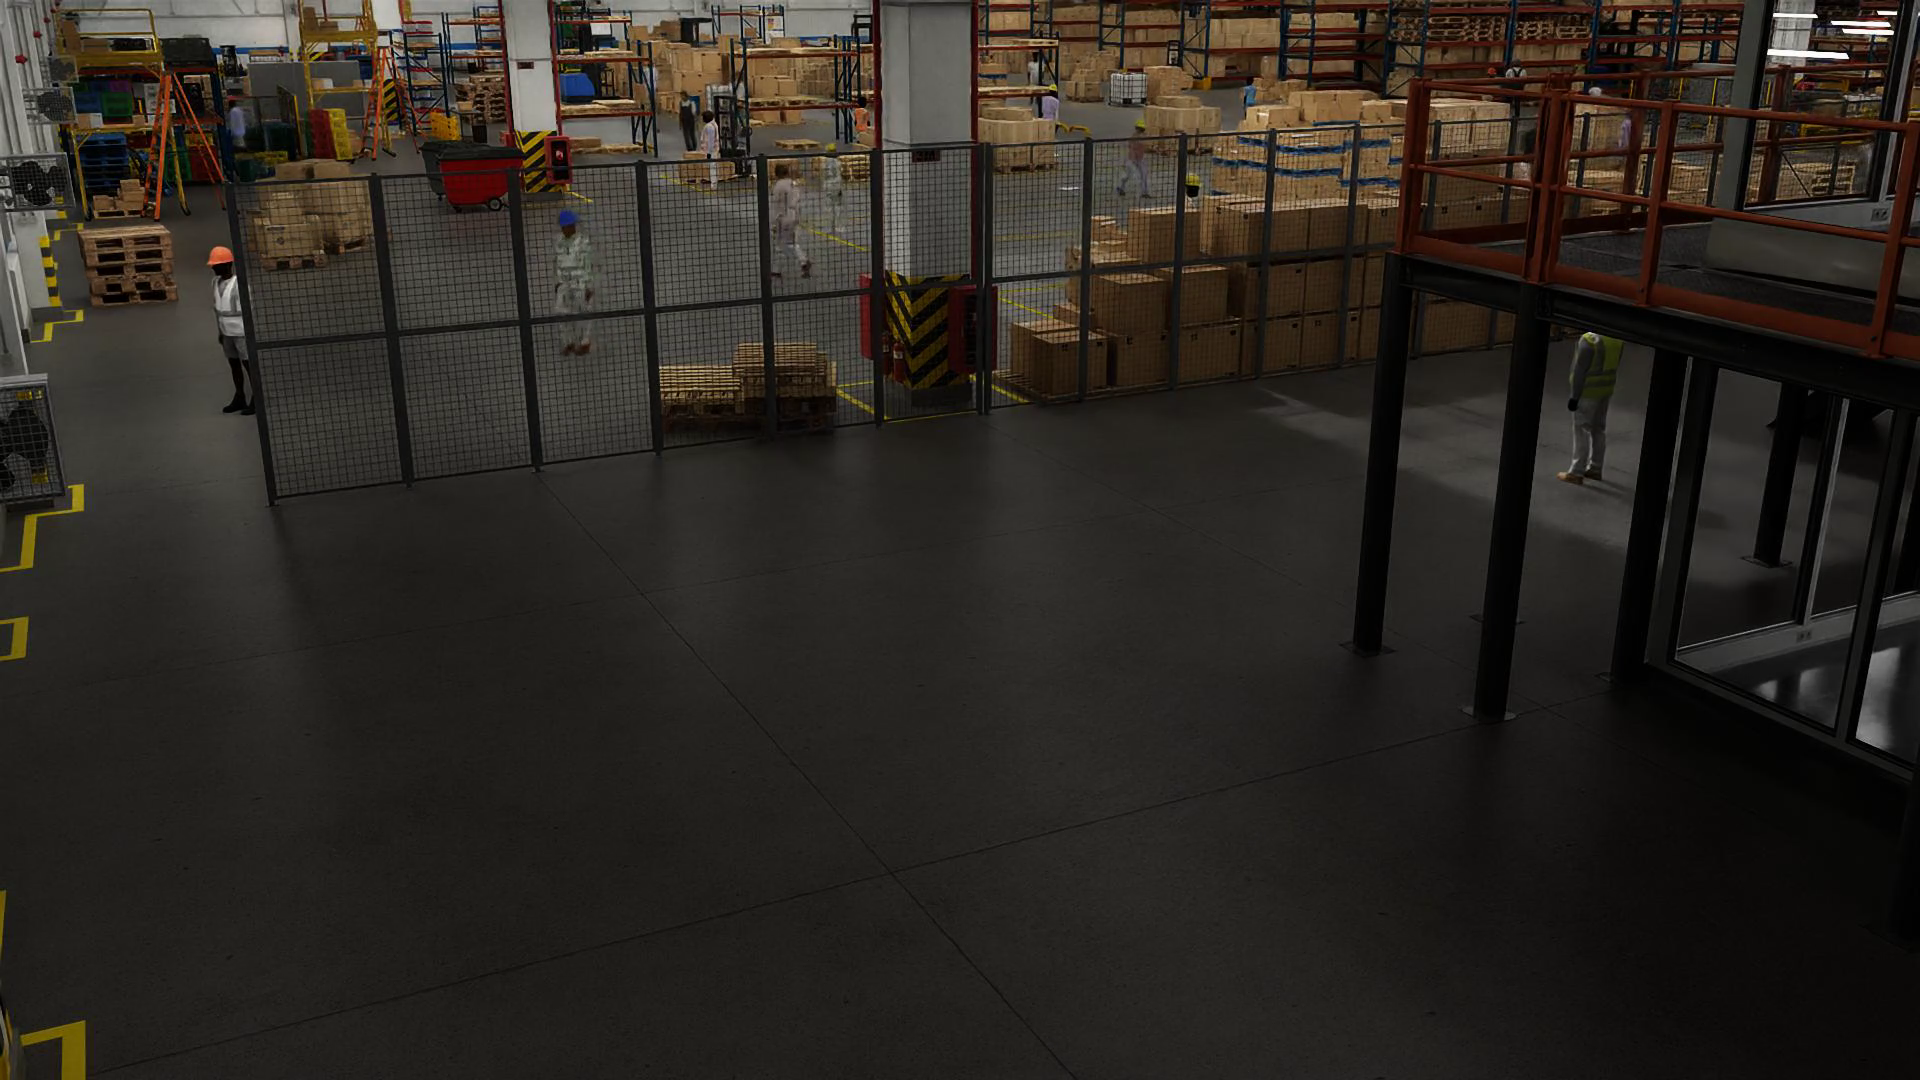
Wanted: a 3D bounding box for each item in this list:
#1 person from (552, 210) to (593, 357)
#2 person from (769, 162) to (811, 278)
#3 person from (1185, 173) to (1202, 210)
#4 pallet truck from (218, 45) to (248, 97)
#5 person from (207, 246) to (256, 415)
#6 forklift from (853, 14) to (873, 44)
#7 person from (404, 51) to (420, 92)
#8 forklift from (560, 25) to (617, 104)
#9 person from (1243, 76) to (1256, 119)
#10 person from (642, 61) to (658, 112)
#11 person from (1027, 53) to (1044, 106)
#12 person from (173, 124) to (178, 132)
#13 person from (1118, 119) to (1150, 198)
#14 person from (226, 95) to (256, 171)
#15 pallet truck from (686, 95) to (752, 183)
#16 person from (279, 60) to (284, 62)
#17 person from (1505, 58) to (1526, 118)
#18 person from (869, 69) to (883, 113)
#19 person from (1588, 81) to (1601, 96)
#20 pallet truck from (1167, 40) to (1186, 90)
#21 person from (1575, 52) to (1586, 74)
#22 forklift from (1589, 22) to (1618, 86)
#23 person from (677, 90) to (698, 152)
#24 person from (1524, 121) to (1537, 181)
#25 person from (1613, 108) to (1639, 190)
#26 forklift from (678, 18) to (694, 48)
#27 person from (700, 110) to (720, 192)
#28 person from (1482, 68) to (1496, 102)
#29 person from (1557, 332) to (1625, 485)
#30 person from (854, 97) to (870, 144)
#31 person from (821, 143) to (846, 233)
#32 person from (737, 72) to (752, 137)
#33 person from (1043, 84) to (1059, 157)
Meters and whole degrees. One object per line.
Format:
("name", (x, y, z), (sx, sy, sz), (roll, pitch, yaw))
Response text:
("person", (-5.107, -3.340, 21.783), (0.644, 1.927, 0.611), (7, 20, 19))
("person", (-2.842, -5.226, 27.283), (0.808, 1.915, 0.643), (15, 24, 36))
("person", (3.518, -4.691, 25.707), (0.386, 1.928, 0.589), (5, 20, 15))
("pallet truck", (-28.879, -18.665, 66.111), (0.823, 1.965, 1.885), (-3, 19, -9))
("person", (-8.301, -2.387, 19.013), (0.547, 1.938, 0.377), (10, 21, 26))
("forklift", (-4.455, -22.896, 77.040), (1.129, 2.768, 1.873), (-3, 19, -10))
("person", (-22.511, -19.338, 68.230), (0.575, 1.885, 0.355), (13, 23, 34))
("forklift", (-14.054, -17.892, 62.535), (1.873, 2.768, 1.129), (-9, 21, -25))
("person", (9.030, -13.605, 51.907), (0.321, 1.689, 0.531), (18, 26, 41))
("person", (-10.840, -15.915, 58.293), (0.543, 1.904, 0.917), (-9, 21, -25))
("person", (2.788, -17.074, 61.623), (0.626, 1.913, 0.999), (3, 19, 10))
("person", (-24.498, -13.461, 51.580), (0.515, 1.634, 0.313), (13, 23, 33))
("person", (3.909, -8.527, 37.125), (0.523, 1.732, 0.839), (-15, 24, -37))
("person", (-18.131, -10.241, 41.879), (0.914, 1.885, 0.565), (-1, 19, -3))
("pallet truck", (-5.836, -9.608, 39.856), (0.823, 1.965, 1.885), (10, 22, 27))
("person", (-22.848, -15.226, 56.240), (0.627, 1.934, 0.371), (-8, 21, -22))
("person", (18.591, -15.140, 55.825), (0.688, 2.000, 0.536), (1, 19, 3))
("person", (-2.803, -15.588, 57.378), (0.613, 1.885, 0.686), (10, 22, 28))
("person", (18.593, -12.687, 48.996), (0.533, 1.850, 0.383), (-8, 21, -22))
("pallet truck", (9.045, -19.971, 69.895), (0.823, 1.965, 1.885), (-3, 19, -8))
("person", (24.692, -18.511, 66.116), (0.540, 1.695, 0.317), (13, 23, 32))
("forklift", (25.814, -19.397, 66.898), (1.873, 2.768, 1.129), (-9, 21, -25))
("person", (-7.305, -11.219, 44.823), (0.538, 1.809, 0.577), (3, 19, 8))
("person", (12.306, -8.115, 35.607), (0.605, 1.958, 0.974), (16, 25, 39))
("person", (15.207, -8.838, 37.616), (1.032, 1.999, 0.619), (9, 21, 23))
("forklift", (-11.816, -21.177, 72.058), (1.873, 2.768, 1.129), (-9, 21, -25))
("person", (-5.702, -8.874, 37.973), (0.429, 1.838, 0.621), (0, 19, -1))
("person", (16.507, -13.755, 51.965), (0.376, 1.935, 0.550), (13, 23, 33))
("person", (6.261, -1.464, 16.505), (0.619, 1.836, 0.431), (-14, 23, -35))
("person", (-2.539, -10.721, 43.535), (0.542, 1.695, 0.316), (15, 24, 37))
("person", (-2.472, -6.774, 32.079), (0.501, 1.700, 0.490), (9, 21, 25))
("person", (-6.468, -13.087, 50.046), (0.473, 1.923, 0.659), (0, 19, -1))
("person", (2.479, -11.370, 45.091), (0.398, 1.919, 0.582), (-16, 25, -39))
